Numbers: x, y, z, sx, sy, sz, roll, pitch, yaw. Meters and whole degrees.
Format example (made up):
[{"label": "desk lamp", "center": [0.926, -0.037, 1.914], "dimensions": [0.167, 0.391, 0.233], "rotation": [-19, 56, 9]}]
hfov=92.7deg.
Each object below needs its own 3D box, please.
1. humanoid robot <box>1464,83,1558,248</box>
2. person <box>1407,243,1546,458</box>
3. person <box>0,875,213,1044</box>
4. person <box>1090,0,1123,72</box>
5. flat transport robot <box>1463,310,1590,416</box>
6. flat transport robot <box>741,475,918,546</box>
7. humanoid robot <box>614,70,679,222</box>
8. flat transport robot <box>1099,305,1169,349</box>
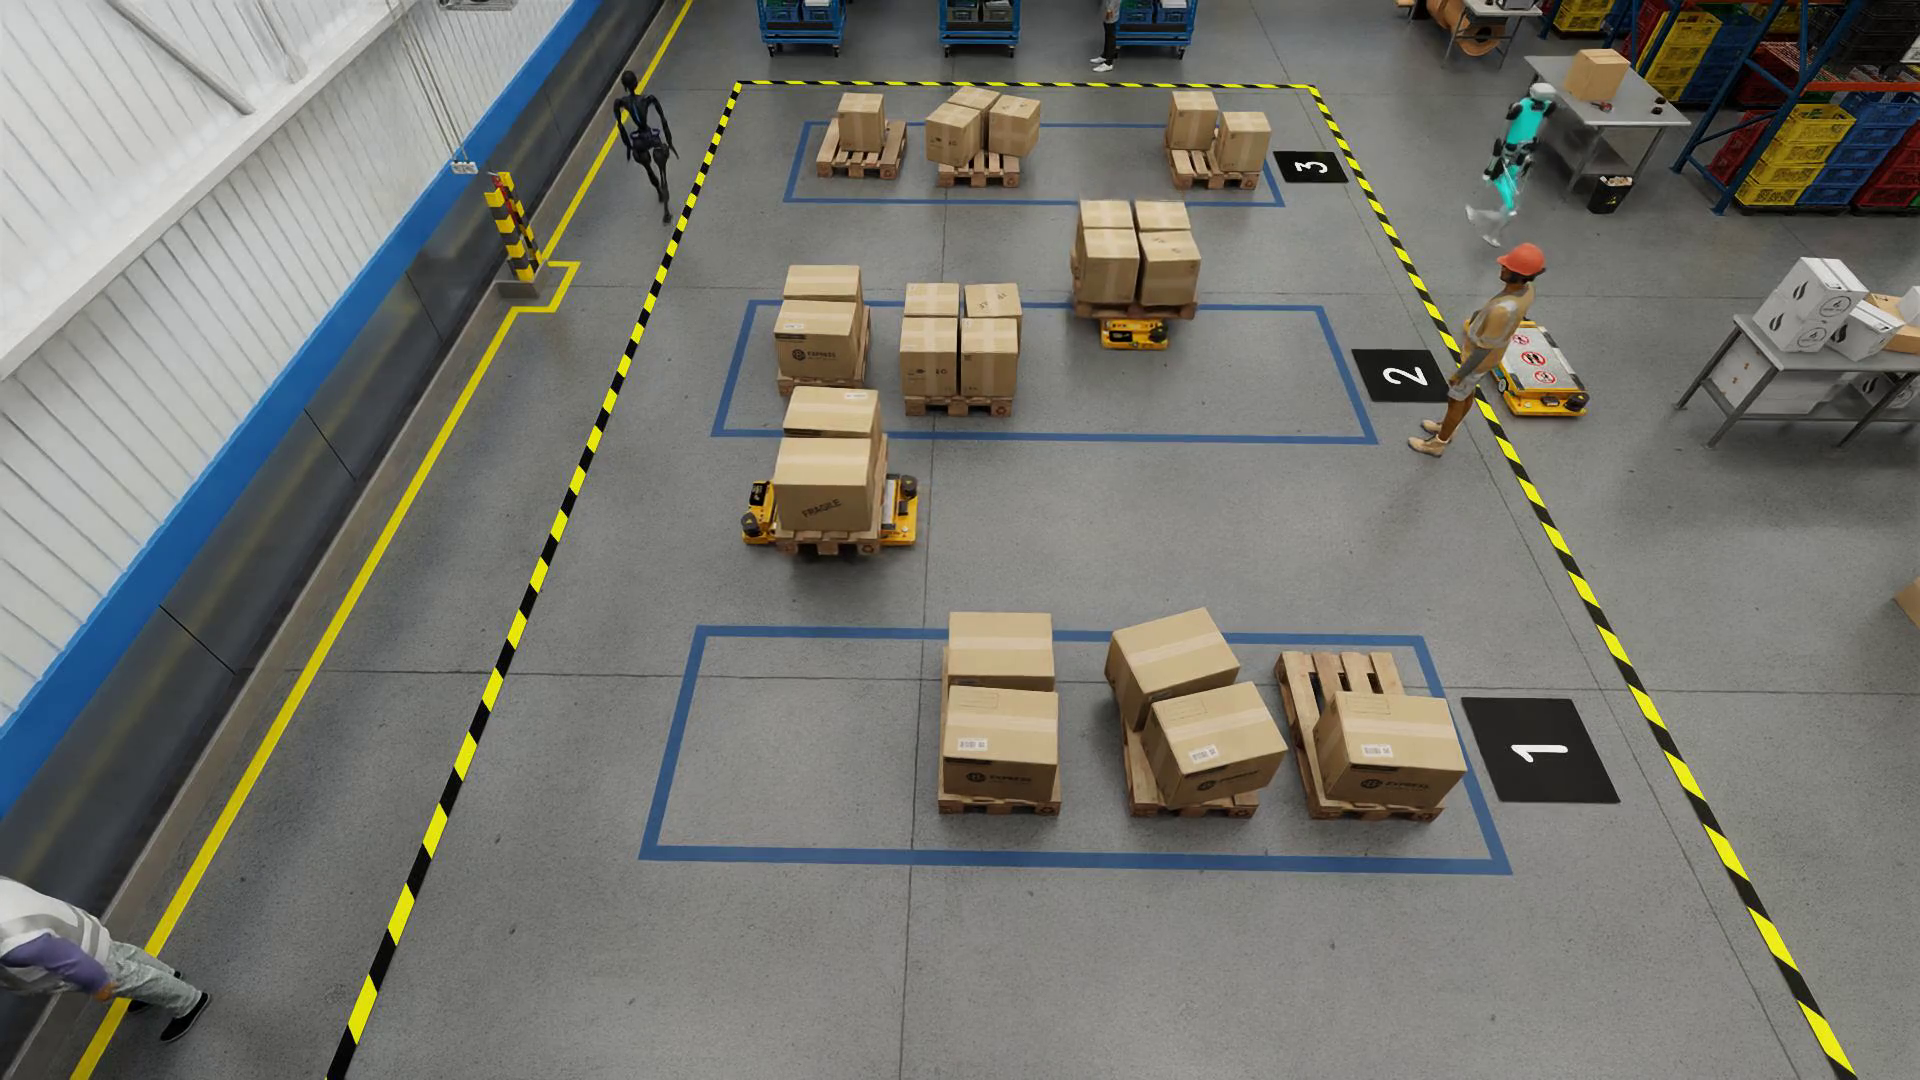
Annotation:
[{"label": "humanoid robot", "center": [6.076, -4.033, 10.047], "dimensions": [0.558, 1.737, 1.027], "rotation": [-11, 50, -9]}, {"label": "person", "center": [4.338, -1.553, 7.704], "dimensions": [0.375, 2.045, 0.604], "rotation": [36, 58, 27]}, {"label": "person", "center": [-4.553, 2.132, 4.661], "dimensions": [0.588, 1.821, 0.404], "rotation": [26, 54, 21]}, {"label": "person", "center": [2.149, -7.765, 13.207], "dimensions": [0.380, 1.852, 0.587], "rotation": [1, 49, 1]}, {"label": "flat transport robot", "center": [5.573, -1.757, 9.054], "dimensions": [0.659, 0.231, 1.431], "rotation": [1, 49, 1]}, {"label": "flat transport robot", "center": [-1.086, -0.269, 7.748], "dimensions": [1.431, 0.197, 0.652], "rotation": [1, 49, 1]}, {"label": "humanoid robot", "center": [-3.597, -4.567, 10.587], "dimensions": [0.593, 1.622, 0.795], "rotation": [-7, 49, -6]}, {"label": "flat transport robot", "center": [1.790, -2.544, 9.717], "dimensions": [0.652, 0.197, 1.431], "rotation": [1, 49, 1]}]
